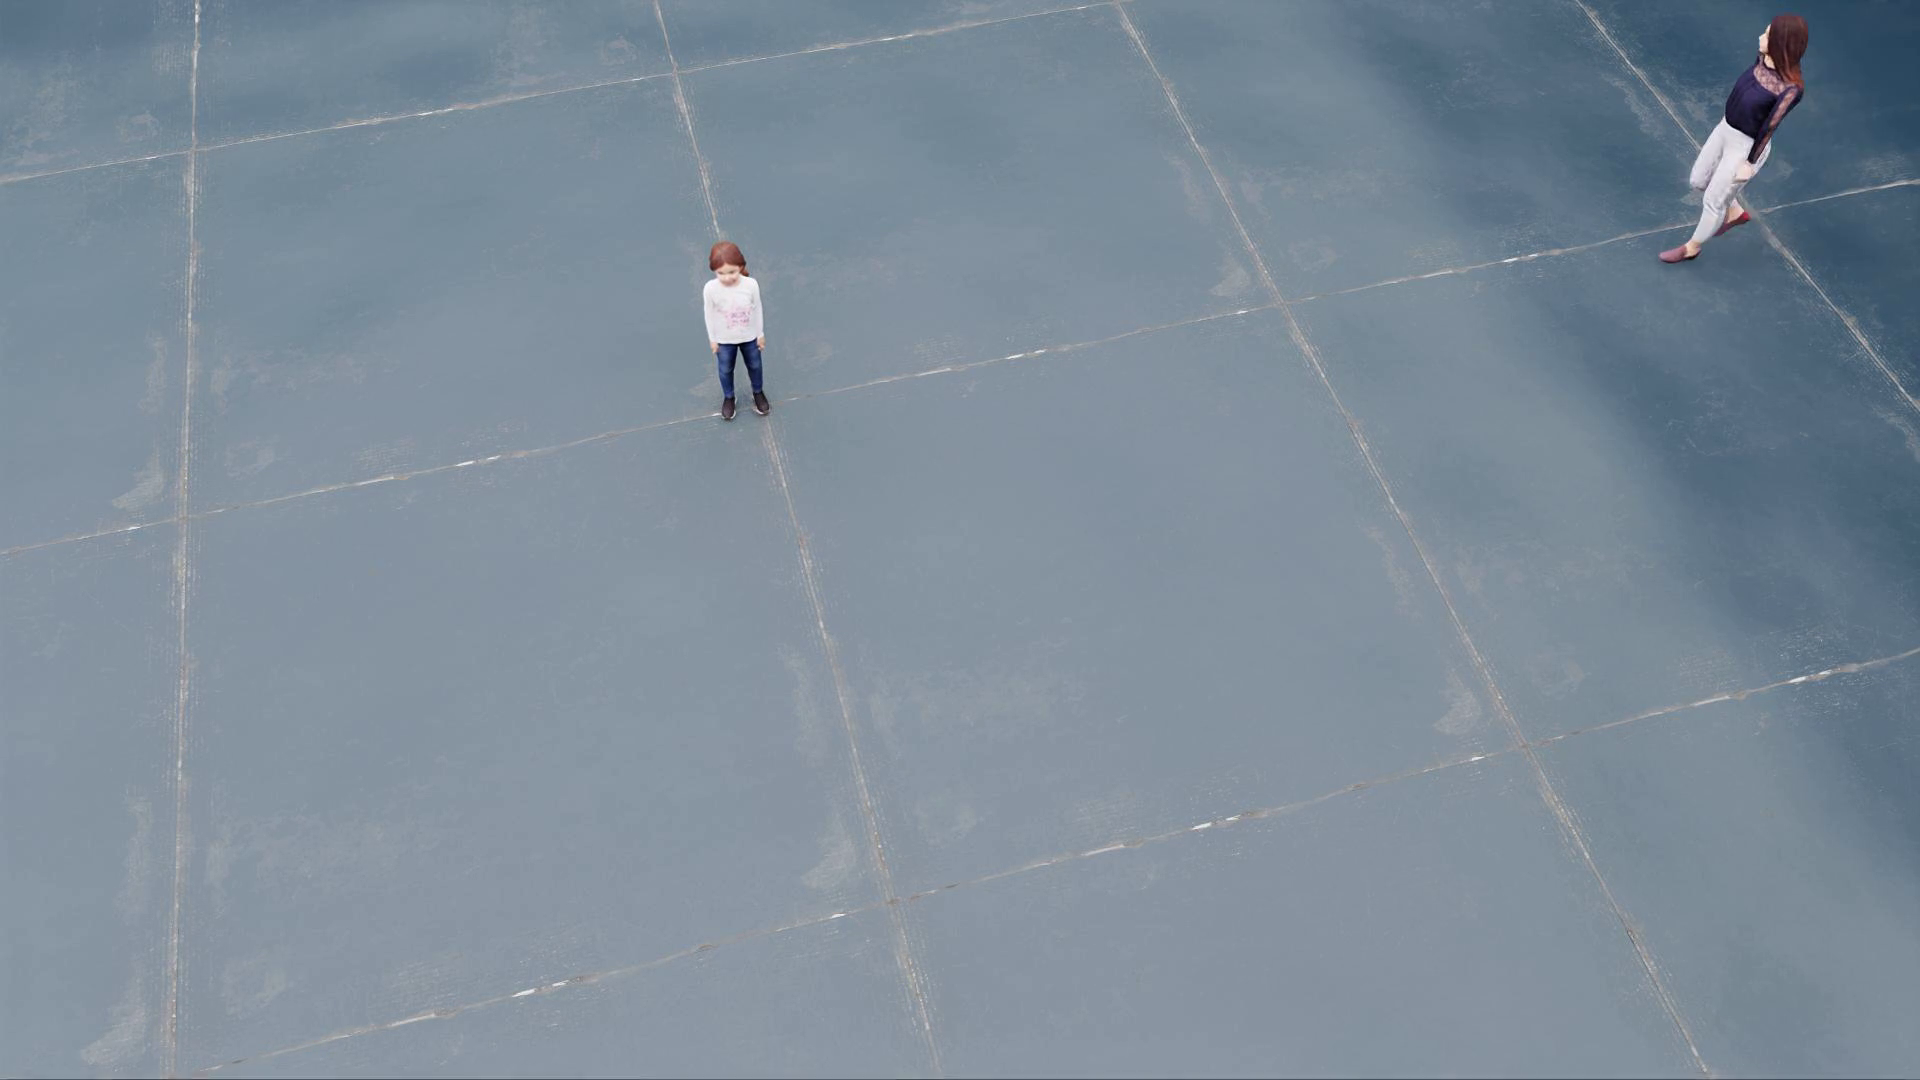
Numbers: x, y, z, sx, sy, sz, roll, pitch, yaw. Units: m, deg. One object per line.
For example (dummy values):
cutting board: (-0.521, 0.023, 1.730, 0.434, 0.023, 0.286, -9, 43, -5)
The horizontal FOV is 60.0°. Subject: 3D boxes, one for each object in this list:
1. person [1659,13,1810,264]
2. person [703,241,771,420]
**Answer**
person: (4.304, -2.149, 9.051, 0.743, 1.598, 0.717, -4, 52, -3)
person: (-1.152, -1.082, 8.534, 0.445, 1.111, 0.479, -10, 53, -8)
